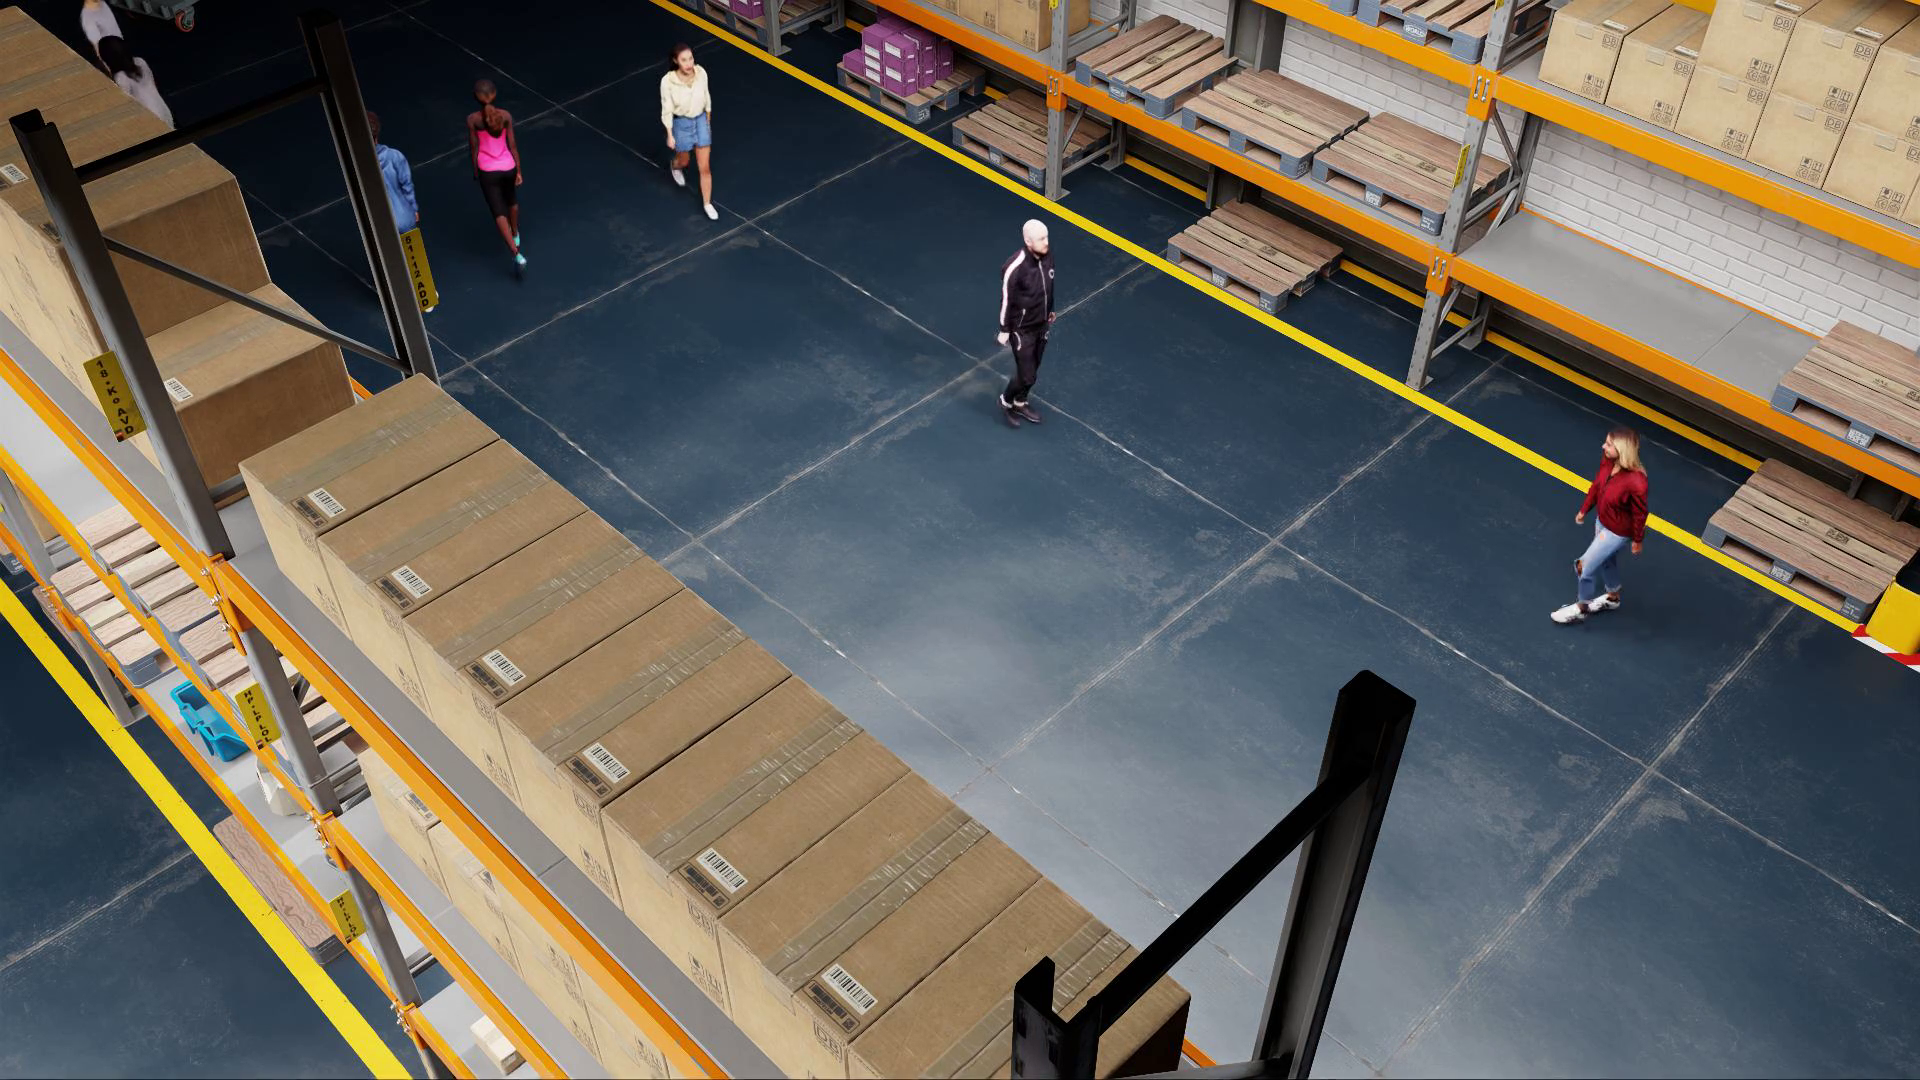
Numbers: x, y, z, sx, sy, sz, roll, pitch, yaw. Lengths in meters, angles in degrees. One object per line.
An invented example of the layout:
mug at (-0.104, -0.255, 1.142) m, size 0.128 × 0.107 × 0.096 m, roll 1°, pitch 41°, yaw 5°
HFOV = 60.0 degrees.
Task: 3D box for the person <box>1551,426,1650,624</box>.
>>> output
person at (4.436, -0.076, 11.131) m, size 0.900 × 1.590 × 0.853 m, roll -11°, pitch 45°, yaw -11°

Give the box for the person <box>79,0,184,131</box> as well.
person at (-7.939, -4.355, 15.460) m, size 1.206 × 1.814 × 1.200 m, roll -5°, pitch 44°, yaw -5°

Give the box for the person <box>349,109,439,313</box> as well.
person at (-4.705, -2.683, 13.718) m, size 0.778 × 1.796 × 0.799 m, roll -7°, pitch 44°, yaw -7°

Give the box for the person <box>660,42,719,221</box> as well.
person at (-2.457, -3.724, 14.947) m, size 0.819 × 1.609 × 1.116 m, roll -22°, pitch 48°, yaw -21°

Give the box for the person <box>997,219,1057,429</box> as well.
person at (0.433, -1.660, 12.626) m, size 0.656 × 1.821 × 0.735 m, roll 29°, pitch 51°, yaw 27°

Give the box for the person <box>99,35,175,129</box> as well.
person at (-7.282, -3.801, 15.039) m, size 0.846 × 1.593 × 0.793 m, roll 4°, pitch 44°, yaw 4°

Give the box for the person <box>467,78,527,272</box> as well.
person at (-3.939, -3.096, 14.225) m, size 0.808 × 1.696 × 1.147 m, roll -19°, pitch 47°, yaw -19°
